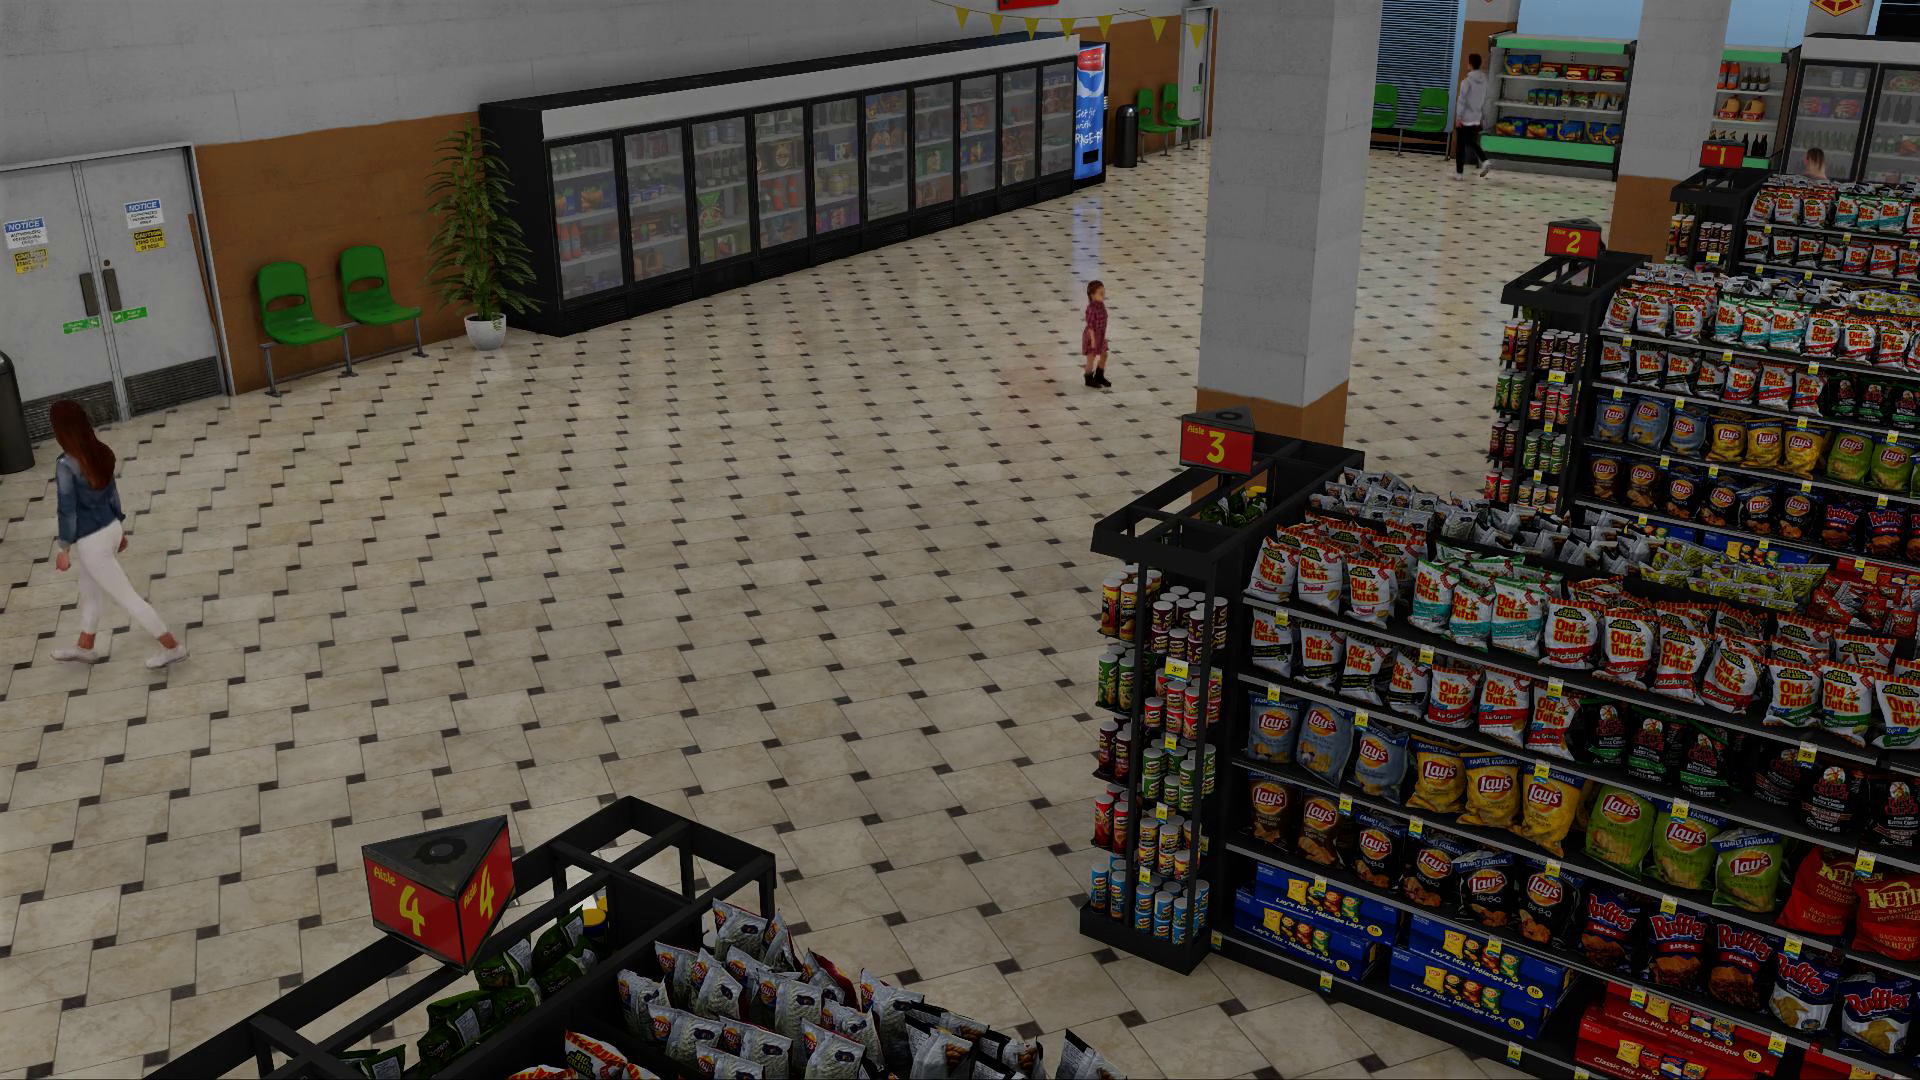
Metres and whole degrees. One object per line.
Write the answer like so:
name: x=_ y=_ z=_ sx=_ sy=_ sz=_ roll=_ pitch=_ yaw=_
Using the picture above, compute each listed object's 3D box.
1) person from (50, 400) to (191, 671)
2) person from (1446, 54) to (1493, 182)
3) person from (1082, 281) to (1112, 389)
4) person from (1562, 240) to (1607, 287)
person: x=-4.958 y=0.021 z=9.733 sx=1.181 sy=1.664 sz=1.028 roll=0 pitch=22 yaw=0
person: x=7.905 y=-6.469 z=25.549 sx=0.892 sy=1.914 sz=1.074 roll=-14 pitch=26 yaw=-32
person: x=1.217 y=-1.908 z=15.410 sx=0.469 sy=1.010 sz=0.436 roll=13 pitch=25 yaw=30
person: x=4.918 y=-1.513 z=13.322 sx=0.740 sy=1.835 sz=0.717 roll=14 pitch=26 yaw=31
